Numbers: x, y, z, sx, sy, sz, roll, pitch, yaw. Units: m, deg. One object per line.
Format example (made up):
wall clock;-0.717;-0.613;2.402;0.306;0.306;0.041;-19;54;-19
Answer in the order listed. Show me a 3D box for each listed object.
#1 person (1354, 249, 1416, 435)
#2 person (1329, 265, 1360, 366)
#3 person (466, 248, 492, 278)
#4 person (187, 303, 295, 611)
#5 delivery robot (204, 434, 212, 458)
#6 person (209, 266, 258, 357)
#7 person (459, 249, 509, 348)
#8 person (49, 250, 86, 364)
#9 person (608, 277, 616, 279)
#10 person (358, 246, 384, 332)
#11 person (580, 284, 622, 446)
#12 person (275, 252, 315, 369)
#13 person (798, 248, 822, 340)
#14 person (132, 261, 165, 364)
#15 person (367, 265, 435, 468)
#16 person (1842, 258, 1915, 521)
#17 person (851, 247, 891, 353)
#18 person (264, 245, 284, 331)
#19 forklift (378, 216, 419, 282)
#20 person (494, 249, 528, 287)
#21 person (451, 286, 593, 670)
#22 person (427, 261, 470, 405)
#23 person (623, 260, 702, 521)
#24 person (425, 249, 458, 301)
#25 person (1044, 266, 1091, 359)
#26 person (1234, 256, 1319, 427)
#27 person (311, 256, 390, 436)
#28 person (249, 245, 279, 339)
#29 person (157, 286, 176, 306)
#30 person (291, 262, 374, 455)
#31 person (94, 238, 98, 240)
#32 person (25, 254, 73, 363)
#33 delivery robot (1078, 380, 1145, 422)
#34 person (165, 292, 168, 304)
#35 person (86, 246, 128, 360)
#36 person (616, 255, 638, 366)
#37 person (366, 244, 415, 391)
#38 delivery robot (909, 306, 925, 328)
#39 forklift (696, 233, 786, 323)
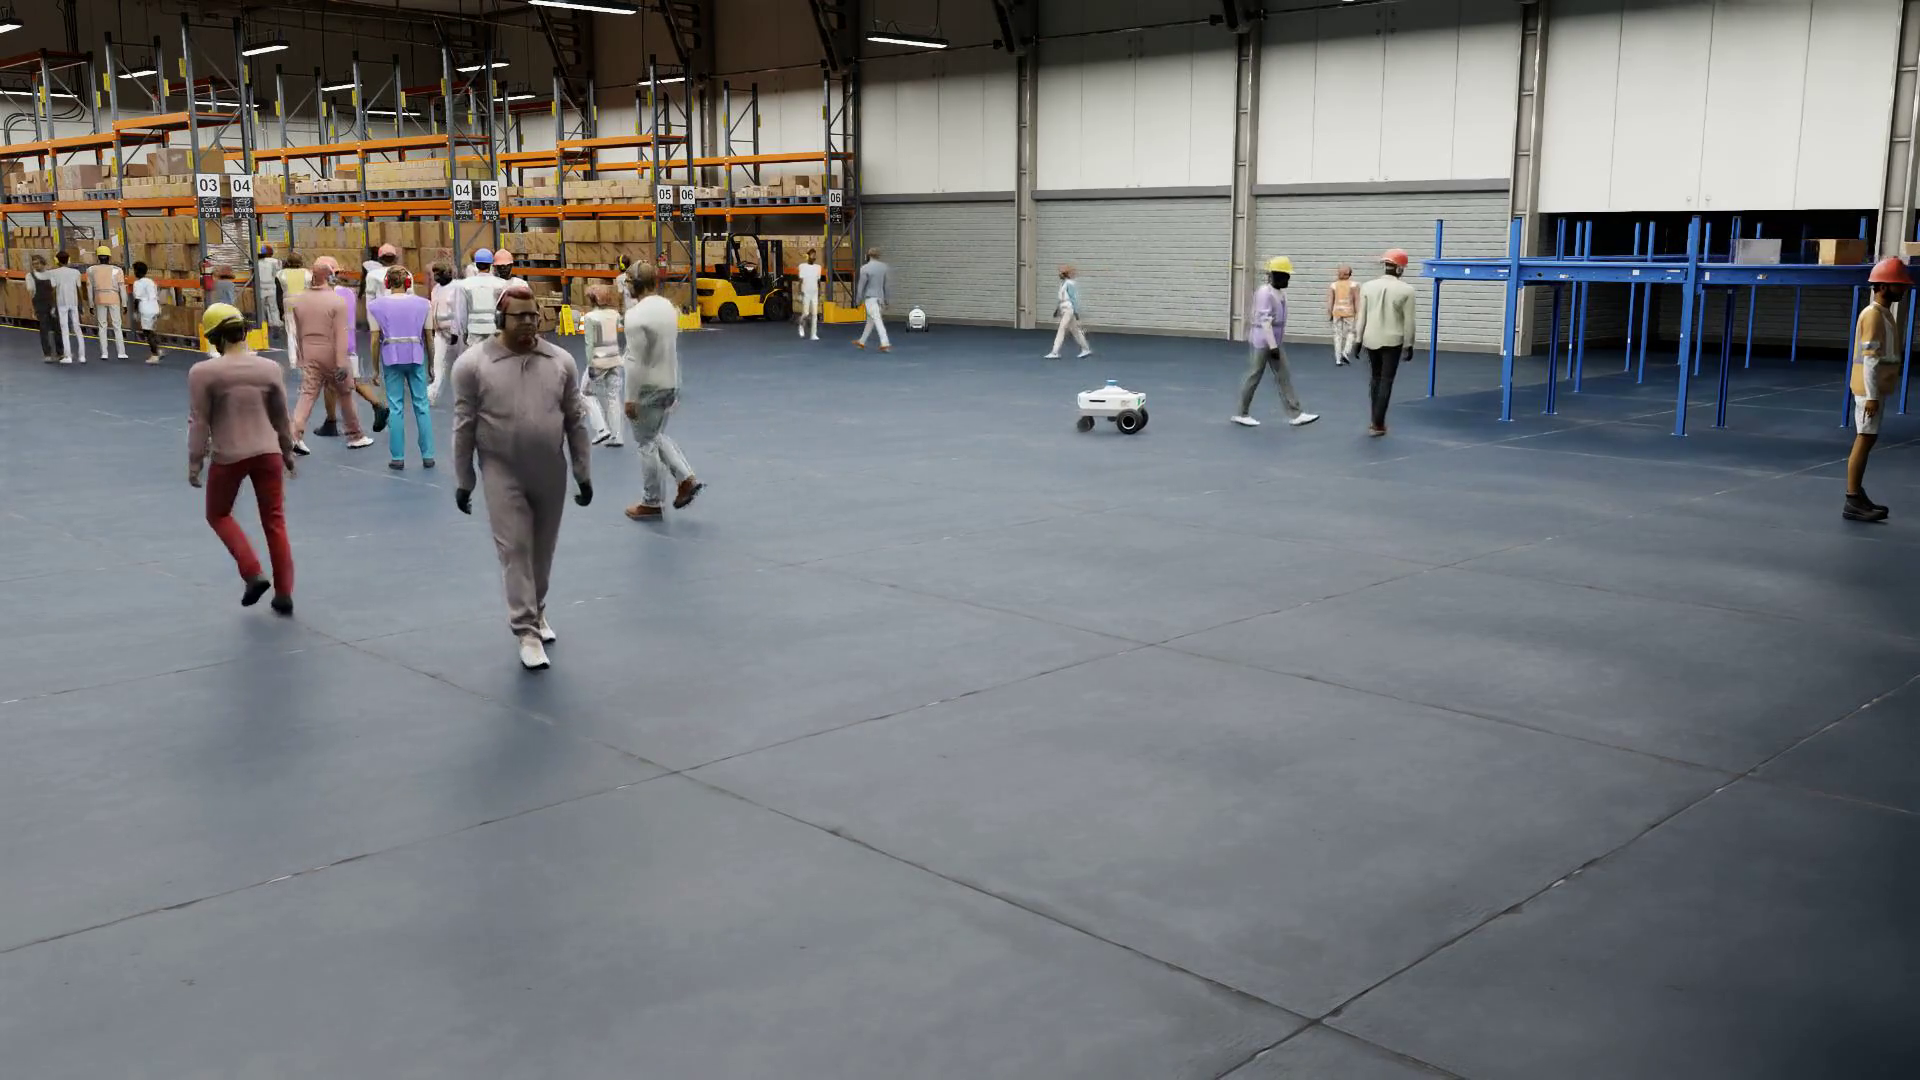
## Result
person;4.614;-2.126;17.842;0.630;1.957;0.825;7;13;35
person;6.266;-3.660;27.101;0.544;1.622;0.375;6;12;31
person;-9.435;-4.833;32.875;0.666;1.864;0.630;8;13;36
person;-4.014;-0.449;9.311;0.459;1.731;0.632;10;14;42
delivery robot;-6.724;-0.972;15.244;0.477;0.478;0.707;2;10;9
person;-12.654;-3.936;28.726;0.507;1.588;0.832;6;12;29
person;-5.719;-2.533;20.094;0.608;1.946;0.406;-1;10;-7
person;-14.829;-3.872;27.624;0.310;1.864;0.533;9;14;41
person;-8.556;-6.349;41.639;0.535;1.673;0.728;-9;14;-40
person;-12.141;-5.143;34.544;1.005;1.871;0.611;9;14;42
person;-3.595;-1.744;16.688;0.395;1.626;0.523;6;12;31
person;-10.518;-3.643;26.438;0.625;1.844;0.429;-4;11;-20
person;-3.066;-4.991;33.764;0.543;1.850;0.533;-5;12;-27
person;-13.415;-3.750;27.455;0.395;1.679;0.545;0;10;1
person;-5.074;-1.574;15.164;0.564;1.837;0.395;-5;11;-24
person;6.865;-1.126;12.446;0.356;1.937;0.552;6;12;32
person;-1.625;-4.367;30.238;1.024;1.888;0.641;9;14;40
person;-15.330;-5.605;37.020;0.337;1.882;0.585;8;13;38
forklift;-17.868;-9.201;54.028;1.873;2.768;1.129;-10;14;-44
person;-5.508;-2.554;20.234;0.547;1.938;0.359;-2;11;-12
person;-2.176;-0.338;8.379;0.666;1.863;0.907;-7;12;-32
person;-6.431;-2.605;20.966;0.634;1.792;0.977;6;12;31
person;-2.278;-1.103;12.354;0.489;1.924;0.656;3;11;17
person;-10.132;-4.767;32.579;0.623;1.857;0.908;-3;11;-17
person;1.894;-3.926;28.675;0.873;1.589;0.538;-2;11;-9
person;3.470;-2.177;18.348;0.971;1.871;0.601;8;13;37
person;-6.483;-2.040;17.553;0.854;1.902;0.539;4;11;20
person;-13.993;-4.981;33.525;0.610;1.927;0.827;-7;12;-32
person;-18.297;-5.864;38.271;1.024;1.950;0.641;5;12;27
person;-6.233;-1.781;16.274;0.653;1.855;1.053;3;11;15
person;-20.994;-6.320;40.487;0.397;2.043;0.610;10;14;43
person;-15.232;-3.861;27.725;0.450;1.804;0.576;9;14;41
delivery robot;1.645;-1.493;18.085;0.707;0.478;0.477;3;11;15
person;-21.845;-7.118;45.667;0.533;1.742;0.737;10;14;44
person;-14.566;-4.049;28.423;0.593;1.922;0.381;-4;11;-19
person;-5.210;-3.675;26.756;0.960;1.814;0.561;7;13;34
person;-7.837;-3.065;22.899;0.612;1.976;1.048;-7;13;-35
delivery robot;-0.952;-4.942;36.879;0.477;0.478;0.707;0;11;-2
forklift;-5.496;-6.489;41.108;2.313;2.155;1.214;-10;14;-44
